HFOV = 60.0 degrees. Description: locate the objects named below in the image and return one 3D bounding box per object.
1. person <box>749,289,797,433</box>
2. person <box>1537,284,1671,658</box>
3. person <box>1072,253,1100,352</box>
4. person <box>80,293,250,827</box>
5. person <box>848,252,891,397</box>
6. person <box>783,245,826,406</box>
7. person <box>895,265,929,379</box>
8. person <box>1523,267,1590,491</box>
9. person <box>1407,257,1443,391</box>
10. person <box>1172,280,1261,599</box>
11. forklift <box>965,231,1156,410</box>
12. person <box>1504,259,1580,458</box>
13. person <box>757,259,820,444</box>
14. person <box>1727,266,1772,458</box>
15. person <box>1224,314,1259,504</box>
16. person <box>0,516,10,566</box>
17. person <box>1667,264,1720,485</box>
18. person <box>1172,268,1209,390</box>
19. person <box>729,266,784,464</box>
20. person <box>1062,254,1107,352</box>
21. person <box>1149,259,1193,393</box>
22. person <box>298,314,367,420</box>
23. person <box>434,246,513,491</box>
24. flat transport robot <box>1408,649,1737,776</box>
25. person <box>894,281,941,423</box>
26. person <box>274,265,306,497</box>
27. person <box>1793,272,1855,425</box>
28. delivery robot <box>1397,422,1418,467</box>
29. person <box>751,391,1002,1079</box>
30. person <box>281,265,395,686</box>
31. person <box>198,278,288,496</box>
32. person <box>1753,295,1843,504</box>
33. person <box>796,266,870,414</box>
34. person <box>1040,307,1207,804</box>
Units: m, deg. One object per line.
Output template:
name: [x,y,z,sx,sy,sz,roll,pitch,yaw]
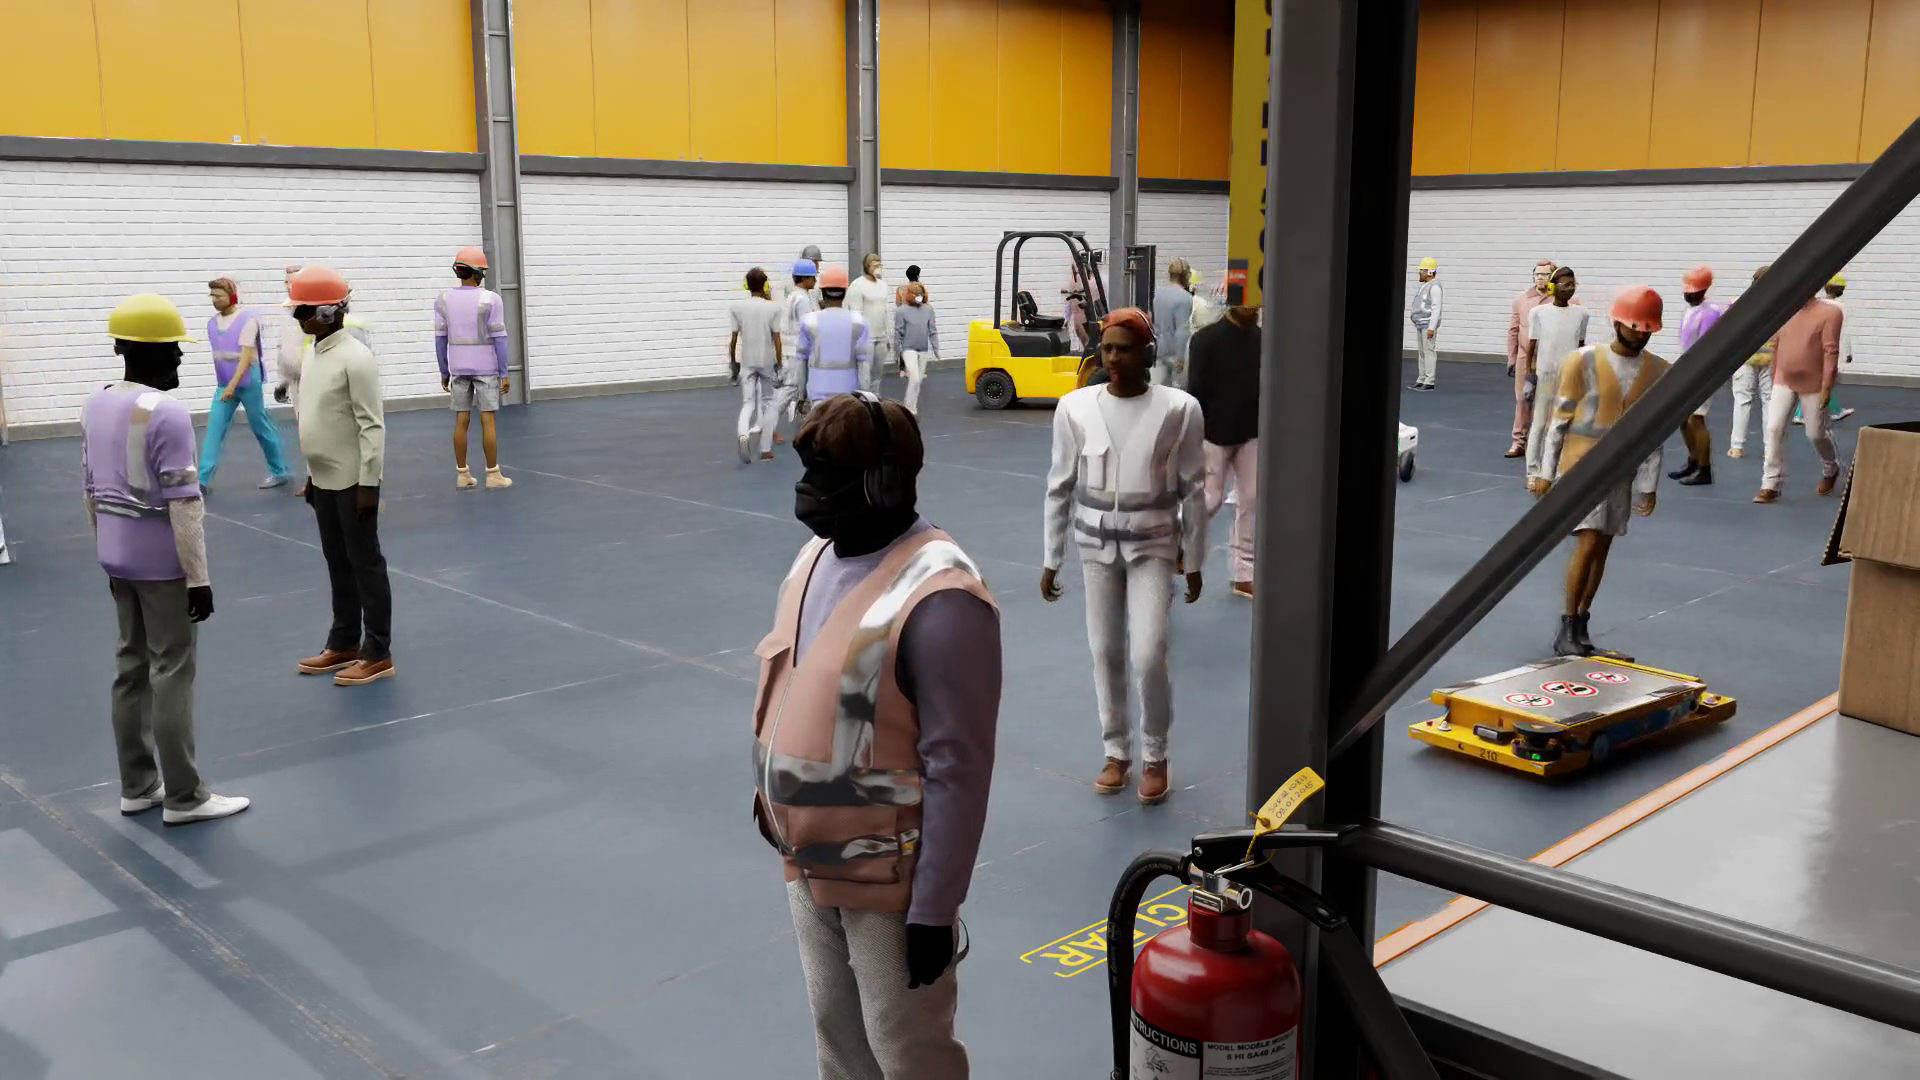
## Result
person: [-2.064,-1.988,18.151,0.671,1.616,0.517,-8,13,-39]
person: [3.236,-0.320,8.302,0.593,1.887,0.668,-1,10,-6]
person: [1.702,-2.903,22.380,0.554,1.890,0.651,-3,11,-16]
person: [-2.915,0.073,6.054,0.591,1.926,0.387,7,12,33]
person: [-1.022,-2.303,18.983,0.357,1.938,0.635,7,12,33]
person: [-1.858,-2.689,20.807,0.685,2.000,0.540,6,12,29]
person: [-0.706,-3.238,24.761,0.535,1.691,0.319,3,11,18]
person: [4.979,-1.333,13.883,0.535,1.869,0.314,0,10,2]
person: [6.392,-2.956,22.829,0.404,1.832,0.599,0,10,-2]
person: [1.542,-0.642,9.891,0.644,1.954,0.795,-6,12,-31]
forklift: [1.222,-2.721,20.561,2.313,2.155,1.214,2,11,13]
person: [5.524,-1.711,15.840,0.646,1.907,0.401,7,12,34]
person: [-1.627,-1.918,17.007,1.016,1.898,0.634,-2,11,-10]
person: [7.653,-1.698,15.948,0.626,1.843,0.430,4,11,19]
person: [2.259,-1.118,13.426,0.498,1.643,0.518,-9,14,-41]
person: [-6.328,-0.732,10.522,0.460,1.899,0.625,-5,12,-26]
person: [6.254,-1.394,14.154,0.506,1.889,0.576,0,10,0]
person: [2.450,-1.999,17.695,0.777,1.805,0.594,-4,11,-21]
person: [-1.909,-1.626,15.550,0.518,1.851,0.771,1,10,5]
person: [1.694,-3.101,23.533,0.969,1.857,0.665,-9,13,-39]
person: [2.239,-1.876,16.785,1.027,1.884,0.656,-5,12,-26]
person: [-4.568,-0.969,12.037,0.628,1.829,0.505,10,14,43]
person: [-4.062,-1.430,13.934,0.616,2.041,0.378,2,11,9]
flat transport robot: [2.633,0.711,7.094,1.431,0.197,0.652,-8,13,-36]
person: [-0.477,-2.112,18.836,0.499,1.611,0.508,-7,13,-35]
person: [-5.310,-1.280,13.540,0.660,1.897,0.417,7,13,35]
person: [9.823,-2.154,18.771,0.911,1.718,0.546,-2,11,-10]
delivery robot: [3.805,-0.872,14.700,0.477,0.478,0.707,6,12,28]
person: [-0.185,0.630,3.252,0.429,1.844,0.625,-7,12,-33]
person: [-2.963,-0.304,7.935,0.613,1.991,0.392,10,14,43]
person: [-6.003,-1.266,13.753,0.557,1.786,0.994,4,11,22]
person: [6.792,-1.275,13.341,0.924,1.959,0.599,-8,13,-36]
person: [-0.973,-1.124,12.663,0.546,1.888,0.973,-2,11,-11]
person: [0.608,0.070,6.249,0.594,1.866,0.544,4,11,22]
